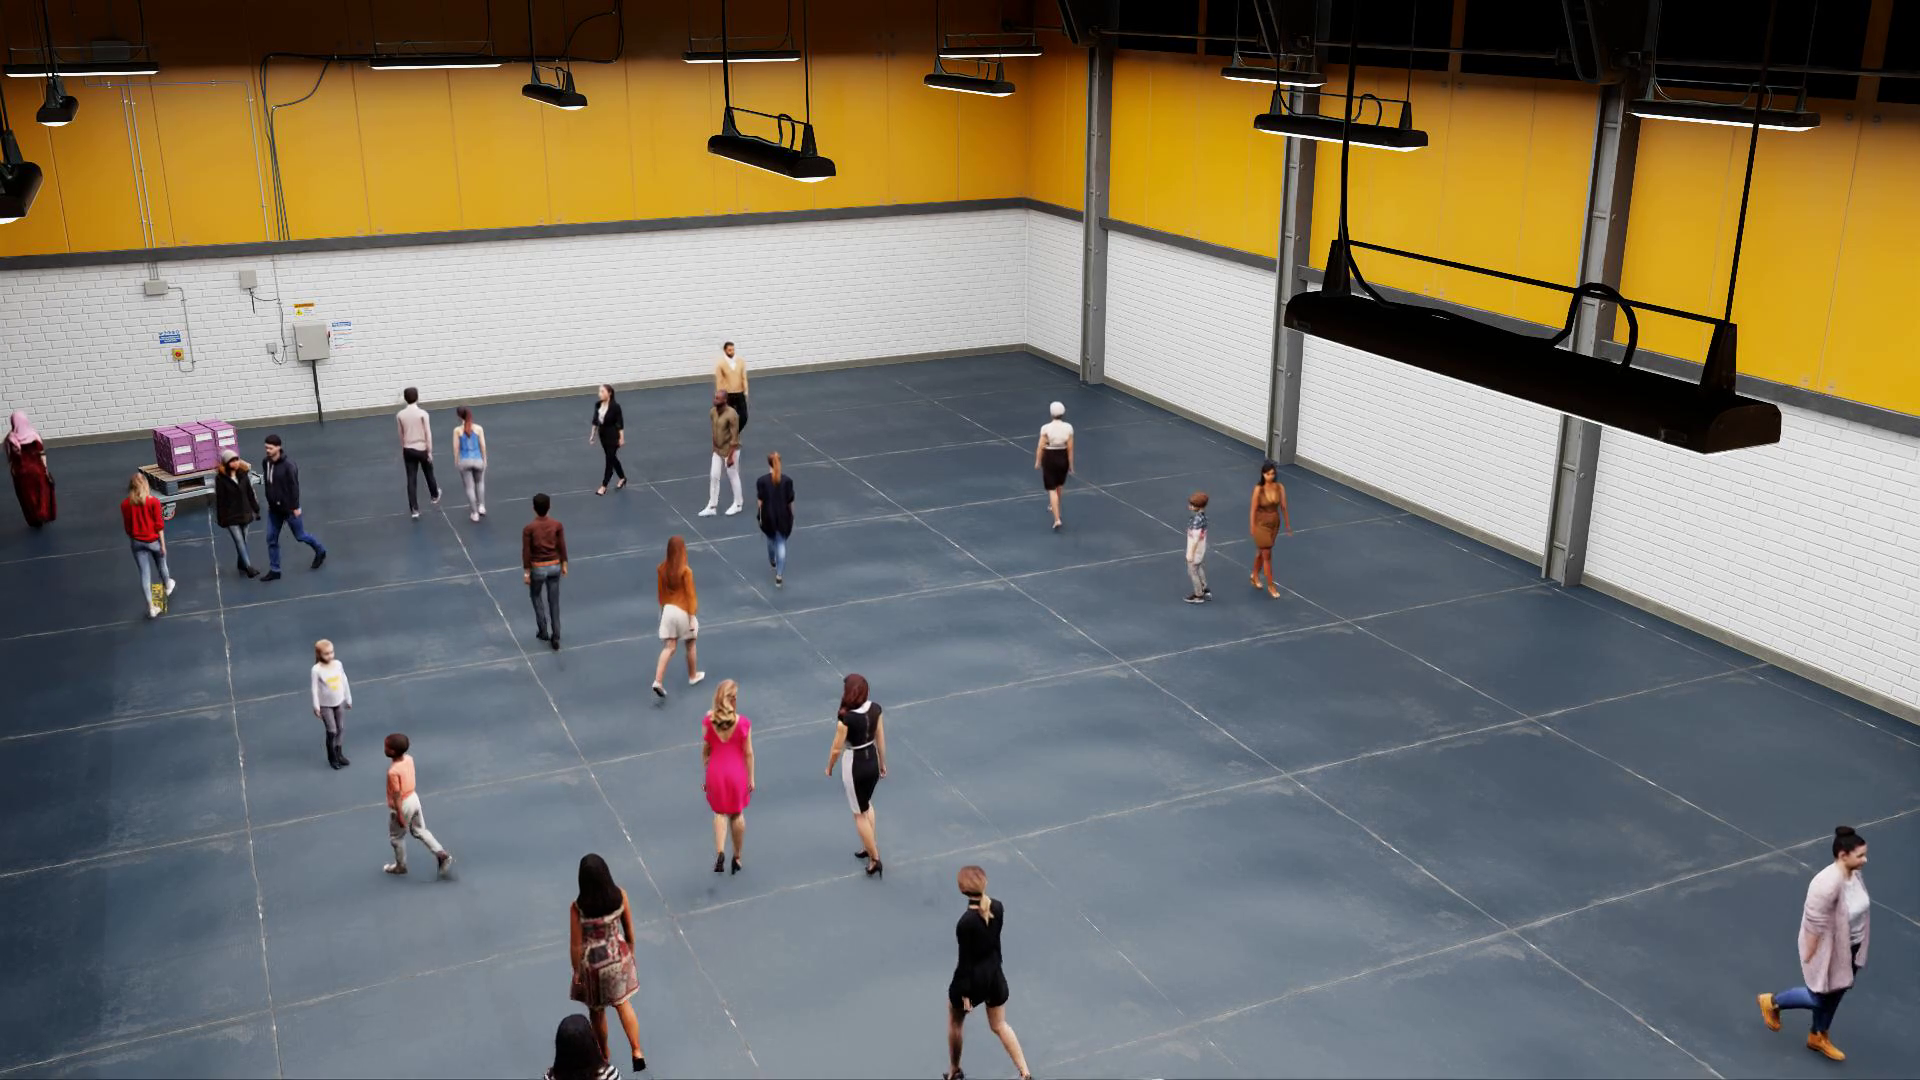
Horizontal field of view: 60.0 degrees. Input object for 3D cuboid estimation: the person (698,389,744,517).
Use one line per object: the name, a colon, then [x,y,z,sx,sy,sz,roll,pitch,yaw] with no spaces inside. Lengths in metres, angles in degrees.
person: [-3.192,-1.230,23.142,1.020,1.804,1.030,15,24,38]

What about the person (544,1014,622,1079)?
person: [-2.053,3.491,9.202,0.953,1.753,1.212,1,19,3]

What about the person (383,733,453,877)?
person: [-4.528,2.202,13.751,0.866,1.293,0.815,6,20,17]

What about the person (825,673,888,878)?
person: [-0.777,1.963,13.699,0.724,1.779,0.814,-14,23,-36]

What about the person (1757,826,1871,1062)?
person: [5.924,2.747,11.452,0.797,1.728,0.925,-14,23,-36]

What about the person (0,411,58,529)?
person: [-12.624,-0.937,22.524,0.648,1.643,0.611,-8,20,-22]

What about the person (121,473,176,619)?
person: [-9.519,0.097,19.433,0.787,1.657,1.164,-3,19,-10]

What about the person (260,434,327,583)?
person: [-8.324,-0.431,20.710,1.218,1.842,1.228,8,20,23]

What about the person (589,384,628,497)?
person: [-5.025,-1.467,24.133,1.066,1.620,1.025,11,21,29]

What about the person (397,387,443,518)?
person: [-7.566,-1.186,23.070,0.986,1.766,1.271,0,19,0]

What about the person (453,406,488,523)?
person: [-6.719,-1.029,22.887,0.568,1.587,0.740,-10,21,-27]

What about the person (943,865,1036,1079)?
person: [0.182,2.941,10.850,0.774,1.743,1.143,-16,24,-39]

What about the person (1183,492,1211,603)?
person: [2.846,0.081,19.870,0.780,1.408,0.713,11,21,29]

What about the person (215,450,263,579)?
person: [-9.068,-0.338,20.798,1.056,1.608,0.911,13,23,34]

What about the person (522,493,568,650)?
person: [-4.572,0.376,18.436,0.669,1.764,0.675,-9,21,-25]

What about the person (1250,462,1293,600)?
person: [3.673,-0.160,20.194,0.569,1.658,0.907,-9,21,-25]

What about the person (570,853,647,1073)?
person: [-2.369,2.886,11.186,0.697,1.633,0.910,-12,22,-31]

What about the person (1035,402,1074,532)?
person: [1.309,-0.961,22.484,0.807,1.714,1.124,-4,19,-12]

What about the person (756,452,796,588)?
person: [-2.248,-0.226,20.425,0.858,1.636,1.161,-2,19,-7]

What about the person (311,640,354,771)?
person: [-6.001,1.531,15.775,0.633,1.274,0.595,14,23,35]

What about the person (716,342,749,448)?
person: [-3.635,-2.303,26.416,0.664,1.749,0.685,-9,21,-25]

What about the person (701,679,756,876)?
person: [-1.937,2.004,13.687,0.761,1.710,0.854,2,19,5]

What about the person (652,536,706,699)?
person: [-2.970,0.820,17.228,1.080,1.692,1.108,8,20,22]
